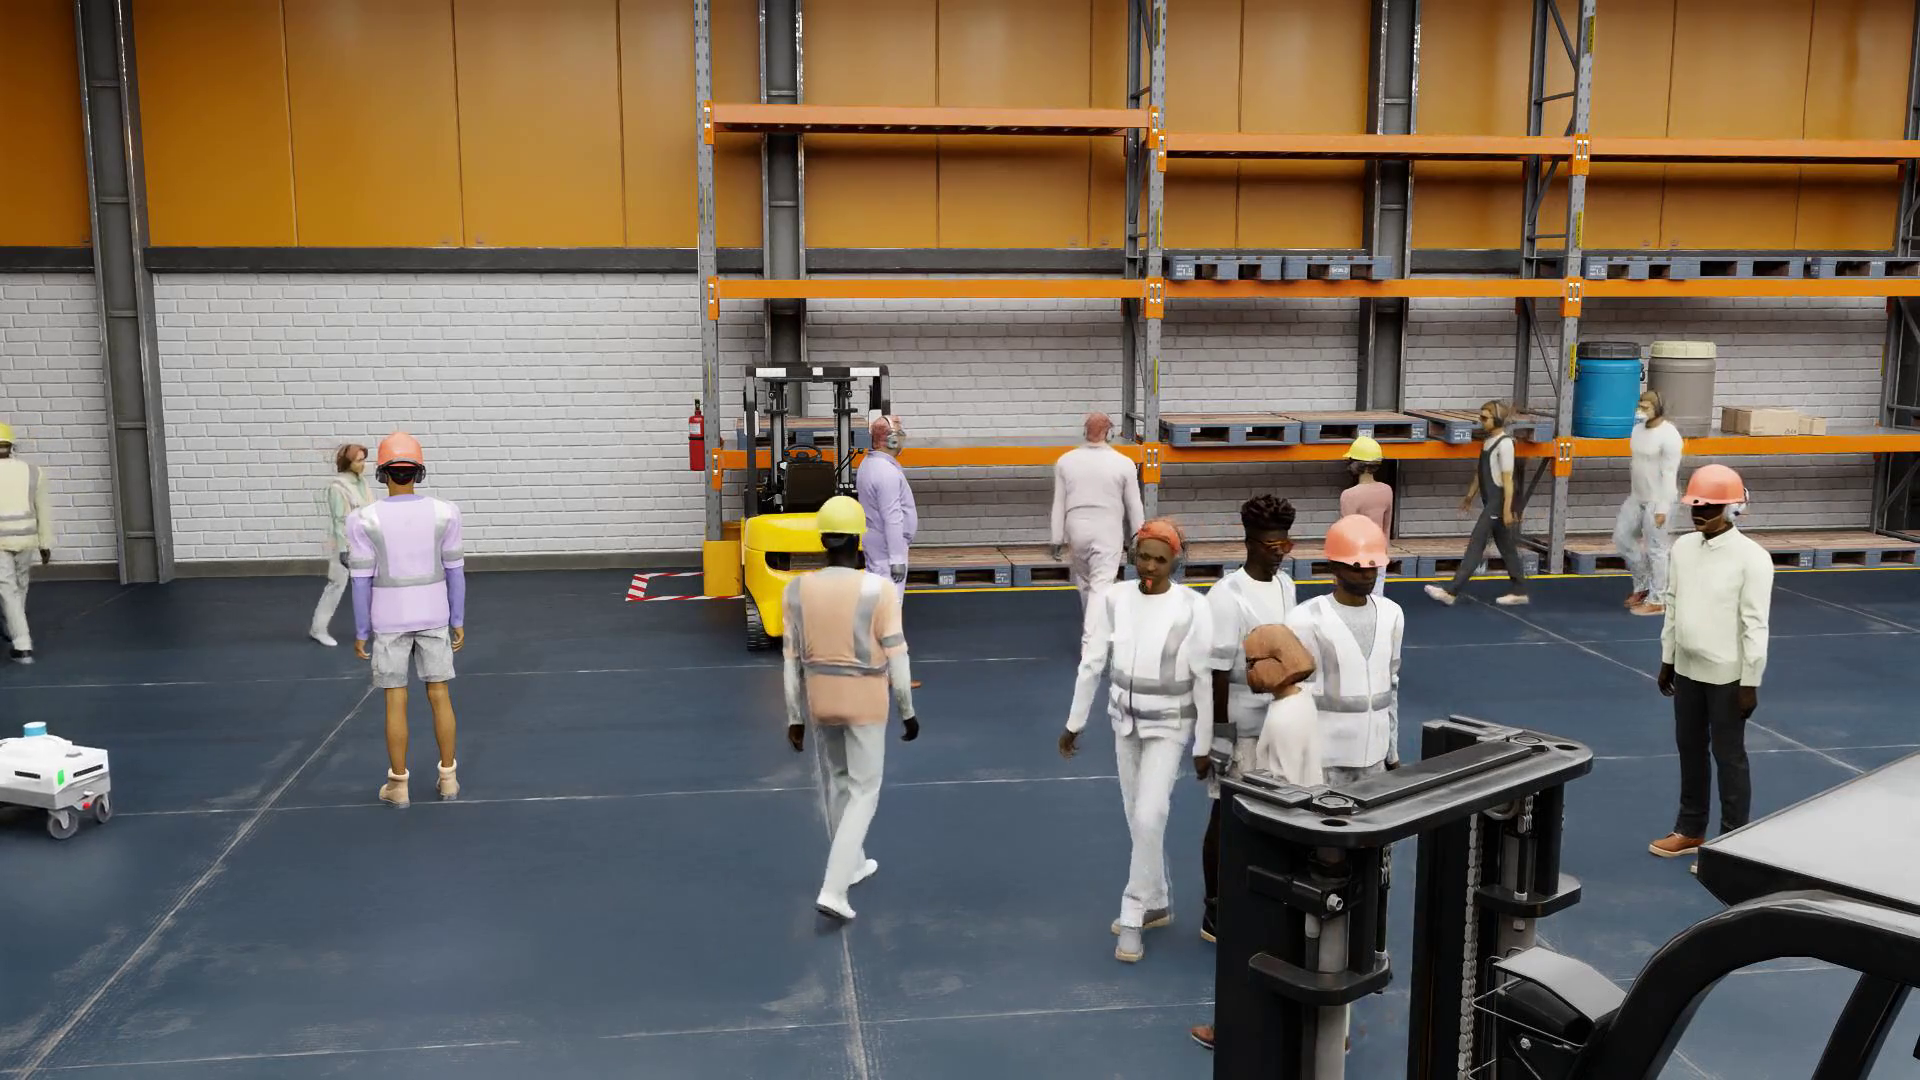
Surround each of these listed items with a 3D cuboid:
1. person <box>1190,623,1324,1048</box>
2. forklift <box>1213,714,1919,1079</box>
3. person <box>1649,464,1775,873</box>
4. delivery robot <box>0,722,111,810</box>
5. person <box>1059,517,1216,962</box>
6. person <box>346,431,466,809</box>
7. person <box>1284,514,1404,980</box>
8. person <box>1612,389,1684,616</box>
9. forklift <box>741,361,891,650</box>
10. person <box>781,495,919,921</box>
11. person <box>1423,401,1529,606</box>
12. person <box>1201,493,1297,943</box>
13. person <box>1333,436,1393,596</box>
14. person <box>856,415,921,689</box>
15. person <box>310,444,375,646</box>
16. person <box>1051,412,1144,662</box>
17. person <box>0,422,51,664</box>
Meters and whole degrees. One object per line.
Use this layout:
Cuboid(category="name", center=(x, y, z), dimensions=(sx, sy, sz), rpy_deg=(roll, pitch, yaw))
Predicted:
Cuboid(category="person", center=(1.156, 1.108, 6.186), dimensions=(0.632, 1.604, 0.527), rpy_deg=(4, 10, 23))
Cuboid(category="forklift", center=(1.441, 1.425, 2.350), dimensions=(1.214, 2.155, 2.313), rpy_deg=(-7, 12, -39))
Cuboid(category="person", center=(3.612, 0.621, 8.035), dimensions=(0.408, 1.984, 0.619), rpy_deg=(-3, 10, -18))
Cuboid(category="delivery robot", center=(-4.781, 1.189, 8.631), dimensions=(0.707, 0.478, 0.477), rpy_deg=(4, 10, 21))
Cuboid(category="person", center=(0.753, 0.827, 7.118), dimensions=(0.668, 1.861, 0.542), rpy_deg=(9, 13, 43))
Cuboid(category="person", center=(-2.989, 0.433, 9.014), dimensions=(0.606, 2.044, 0.373), rpy_deg=(-5, 10, -30))
Cuboid(category="person", center=(1.563, 0.854, 6.710), dimensions=(0.552, 1.937, 0.356), rpy_deg=(-4, 10, -23))
Cuboid(category="person", center=(5.797, -0.310, 14.005), dimensions=(0.447, 1.922, 0.652), rpy_deg=(-2, 9, -11))
Cuboid(category="forklift", center=(-1.154, -0.340, 13.365), dimensions=(1.214, 2.155, 2.313), rpy_deg=(-1, 9, -7))
Cuboid(category="person", center=(-0.518, 0.743, 7.533), dimensions=(0.595, 1.899, 0.825), rpy_deg=(4, 10, 26))
Cuboid(category="person", center=(4.537, -0.308, 14.406), dimensions=(0.959, 1.793, 0.512), rpy_deg=(1, 9, 6))
Cuboid(category="person", center=(1.260, 0.768, 7.161), dimensions=(0.367, 1.963, 0.609), rpy_deg=(8, 12, 40))
Cuboid(category="person", center=(2.782, 0.166, 11.530), dimensions=(0.533, 1.772, 0.297), rpy_deg=(-8, 12, -39))
Cuboid(category="person", center=(-0.494, 0.082, 11.626), dimensions=(0.409, 1.906, 0.651), rpy_deg=(-3, 10, -18))
Cuboid(category="person", center=(-4.684, 0.051, 12.799), dimensions=(0.870, 1.594, 0.534), rpy_deg=(3, 9, 16))
Cuboid(category="person", center=(1.052, -0.033, 12.527), dimensions=(0.676, 1.851, 1.025), rpy_deg=(4, 10, 23))
Cuboid(category="person", center=(-7.210, 0.003, 12.487), dimensions=(0.935, 1.779, 0.596), rpy_deg=(7, 11, 35))
